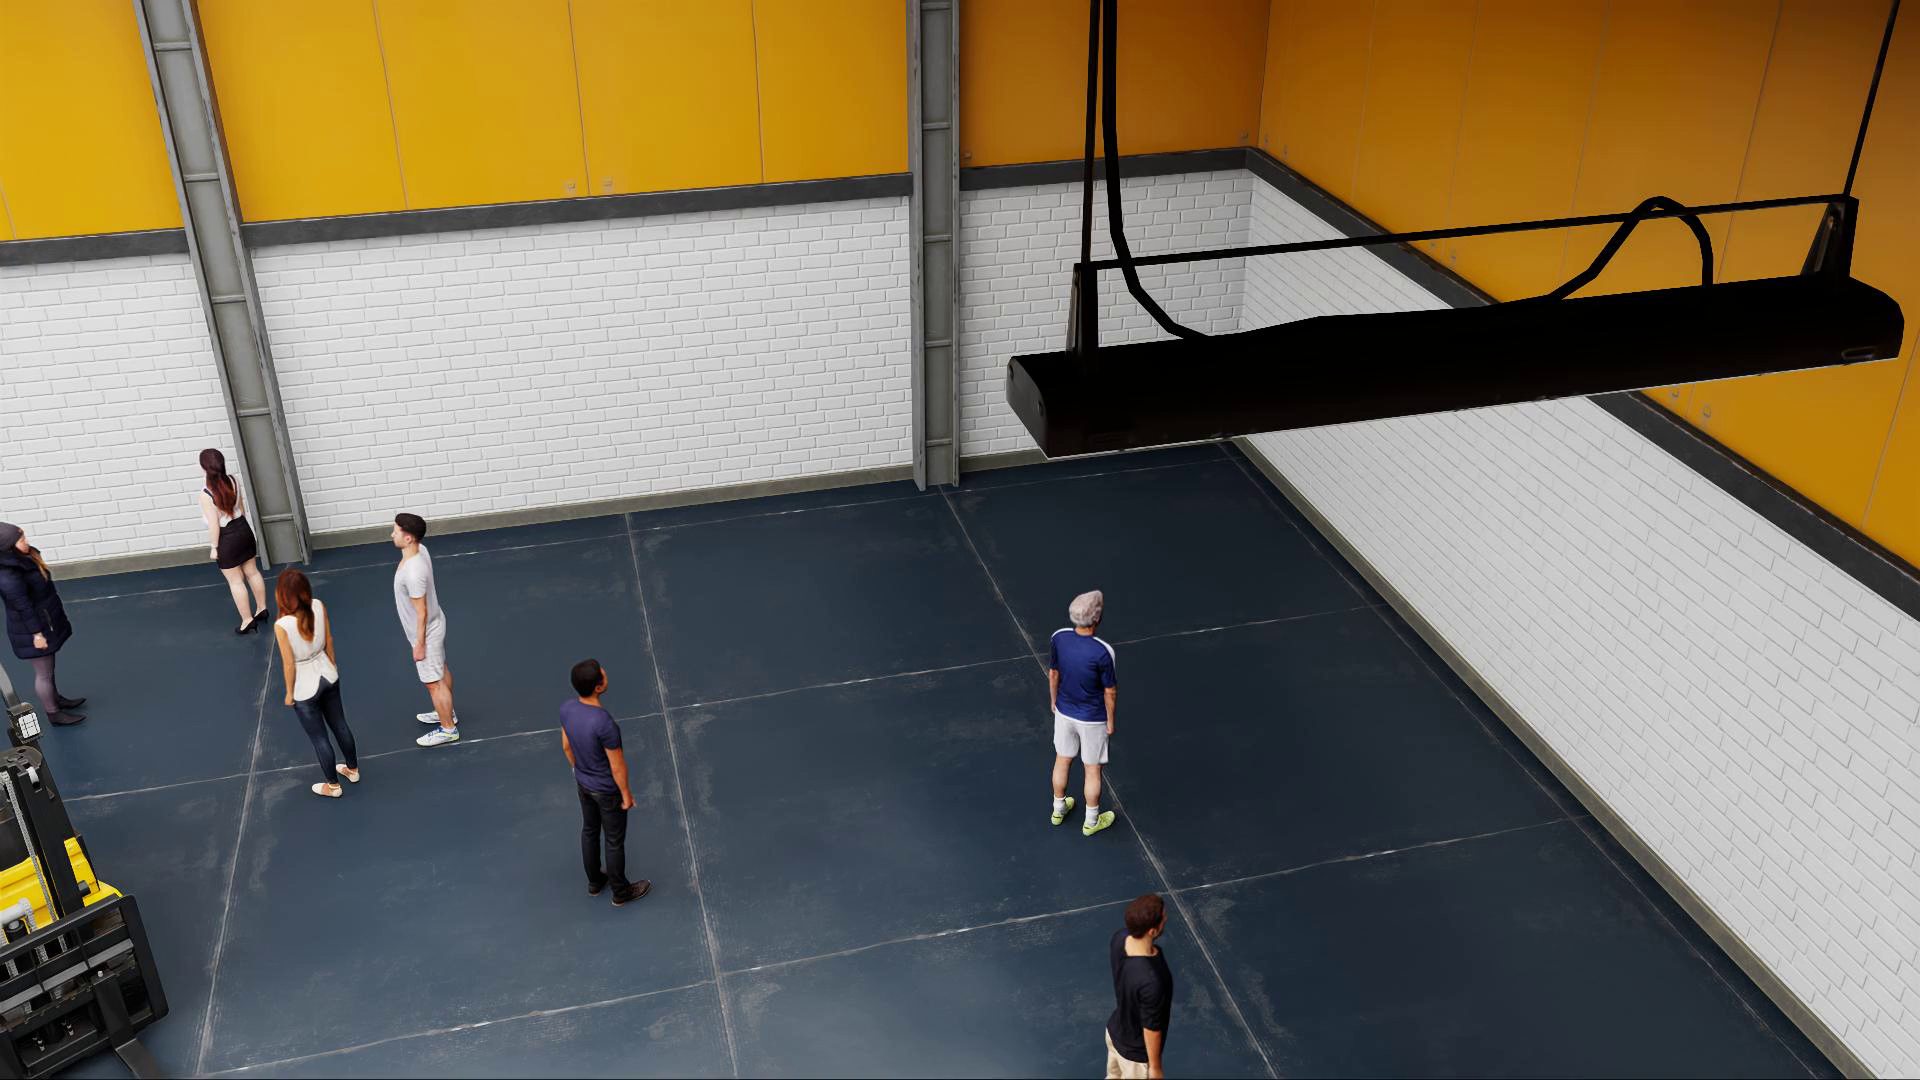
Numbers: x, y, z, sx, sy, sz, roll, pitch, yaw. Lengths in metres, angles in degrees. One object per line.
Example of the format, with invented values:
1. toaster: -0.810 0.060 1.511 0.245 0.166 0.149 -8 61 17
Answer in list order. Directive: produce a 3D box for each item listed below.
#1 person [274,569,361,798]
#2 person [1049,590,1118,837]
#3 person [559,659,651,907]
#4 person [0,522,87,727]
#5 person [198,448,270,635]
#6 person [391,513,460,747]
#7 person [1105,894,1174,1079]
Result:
1. person: -4.478 0.994 11.548 0.731 1.785 0.677 14 32 25
2. person: 0.821 1.154 11.202 0.706 1.836 0.755 17 33 28
3. person: -2.293 1.537 10.545 0.710 1.793 0.754 17 33 29
4. person: -6.884 0.617 12.356 0.695 1.674 0.705 -12 31 -20
5. person: -5.911 0.006 13.502 0.673 1.649 0.639 10 30 18
6. person: -3.901 0.633 12.138 0.545 1.855 0.669 -7 29 -13
7. person: 0.892 2.580 8.573 0.553 1.851 0.637 -8 30 -15
